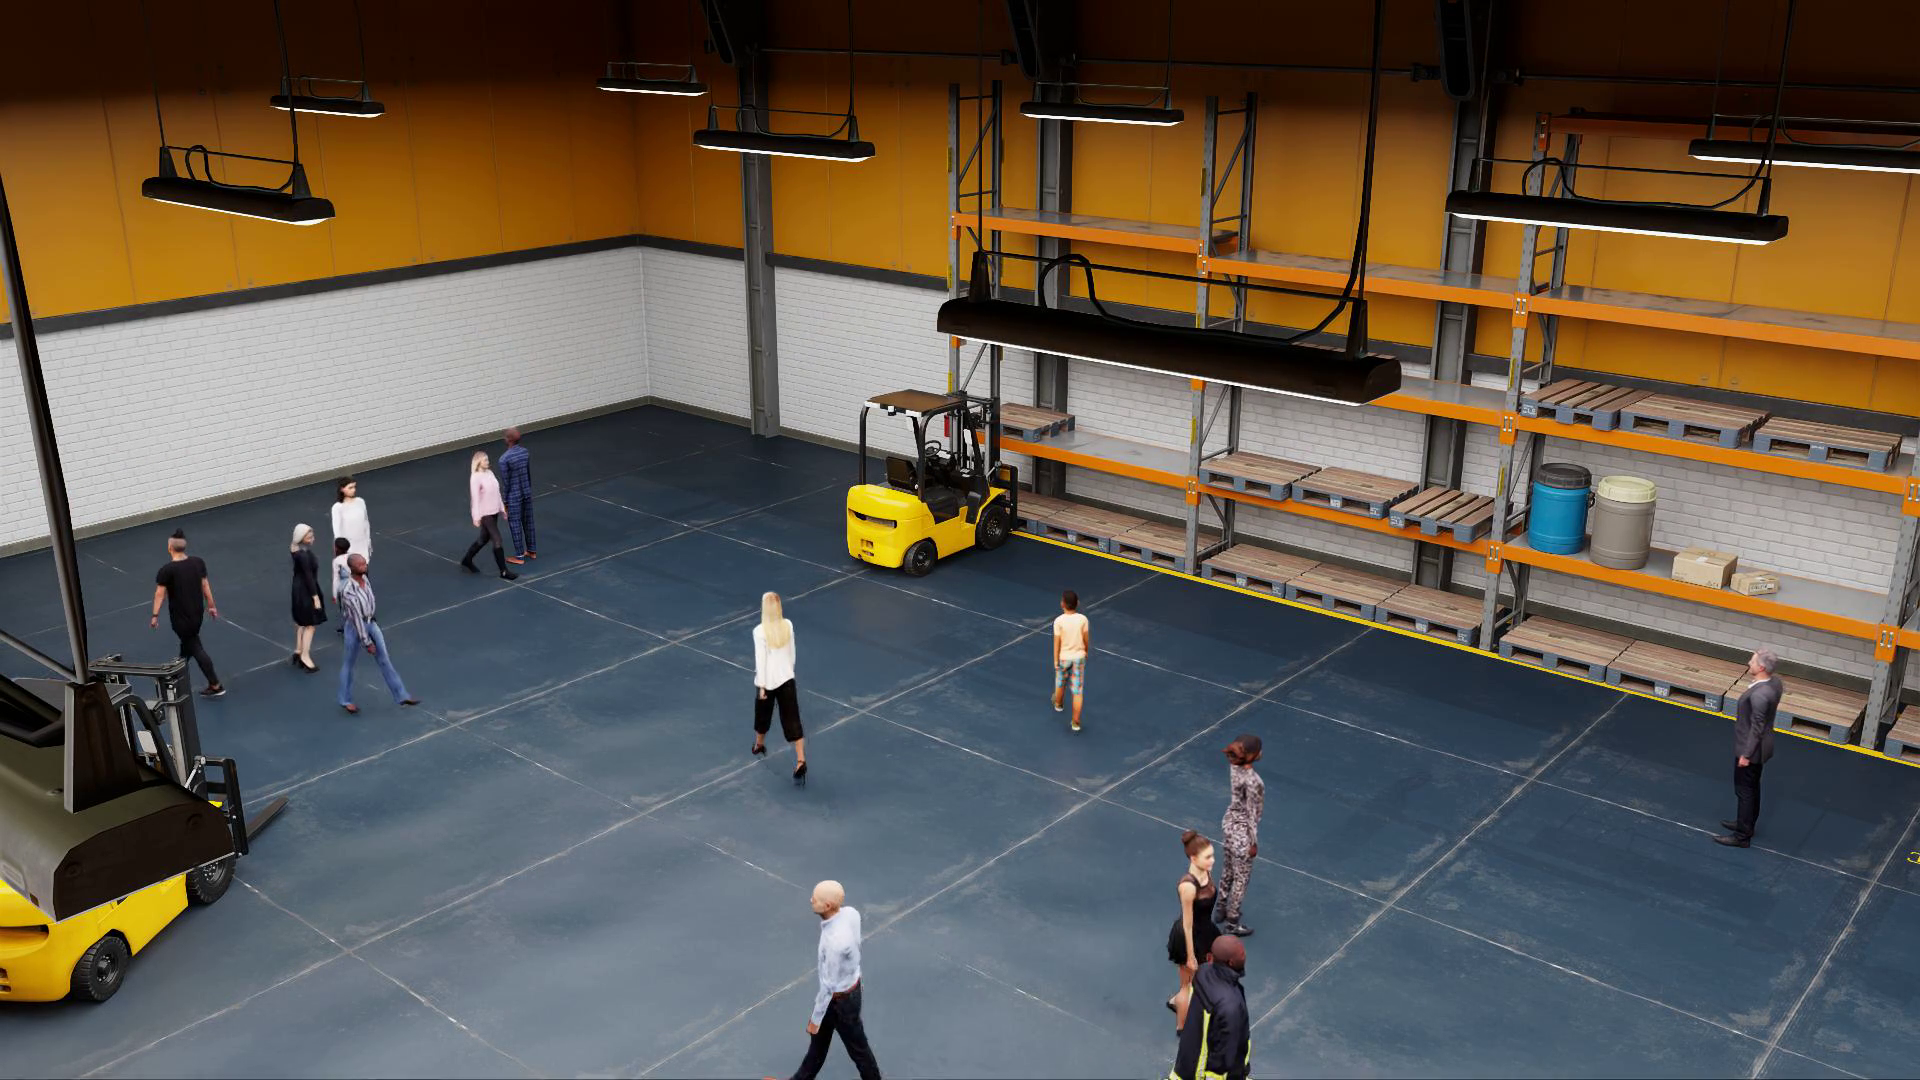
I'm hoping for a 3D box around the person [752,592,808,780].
[{"bbox_3d":[-1.685,1.428,15.785,0.828,1.806,1.239,-13,22,-33],"label":"person"}]

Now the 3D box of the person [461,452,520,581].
[{"bbox_3d":[-6.111,-0.318,21.214,1.168,1.651,0.925,4,19,12],"label":"person"}]

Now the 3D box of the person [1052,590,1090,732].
[{"bbox_3d":[1.150,1.243,16.926,0.939,1.429,1.007,-2,19,-6],"label":"person"}]

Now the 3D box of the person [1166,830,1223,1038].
[{"bbox_3d":[1.601,2.820,11.873,0.654,1.666,0.627,11,21,29],"label":"person"}]

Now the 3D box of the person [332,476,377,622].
[{"bbox_3d":[-7.238,0.097,19.752,0.791,1.797,0.643,13,22,33],"label":"person"}]

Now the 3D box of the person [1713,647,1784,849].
[{"bbox_3d":[6.960,1.803,14.620,0.598,1.840,0.726,13,22,33],"label":"person"}]

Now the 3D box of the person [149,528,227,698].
[{"bbox_3d":[-8.118,0.805,17.624,1.241,1.814,0.988,8,20,22],"label":"person"}]

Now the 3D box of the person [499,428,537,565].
[{"bbox_3d":[-5.788,-0.597,21.781,0.654,1.818,0.696,11,21,29],"label":"person"}]

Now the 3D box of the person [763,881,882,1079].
[{"bbox_3d":[-0.692,3.067,10.999,1.192,1.756,1.061,1,19,4],"label":"person"}]

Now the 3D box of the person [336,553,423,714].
[{"bbox_3d":[-6.260,1.004,17.134,1.220,1.749,1.003,3,19,10],"label":"person"}]

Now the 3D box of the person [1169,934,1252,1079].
[{"bbox_3d":[1.491,3.271,10.350,1.261,1.782,1.270,-4,19,-12],"label":"person"}]

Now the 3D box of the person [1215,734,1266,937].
[{"bbox_3d":[2.228,2.332,13.249,0.729,1.711,0.658,-3,19,-10],"label":"person"}]

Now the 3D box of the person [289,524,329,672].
[{"bbox_3d":[-7.226,0.639,18.270,0.853,1.716,0.710,-16,24,-39],"label":"person"}]
